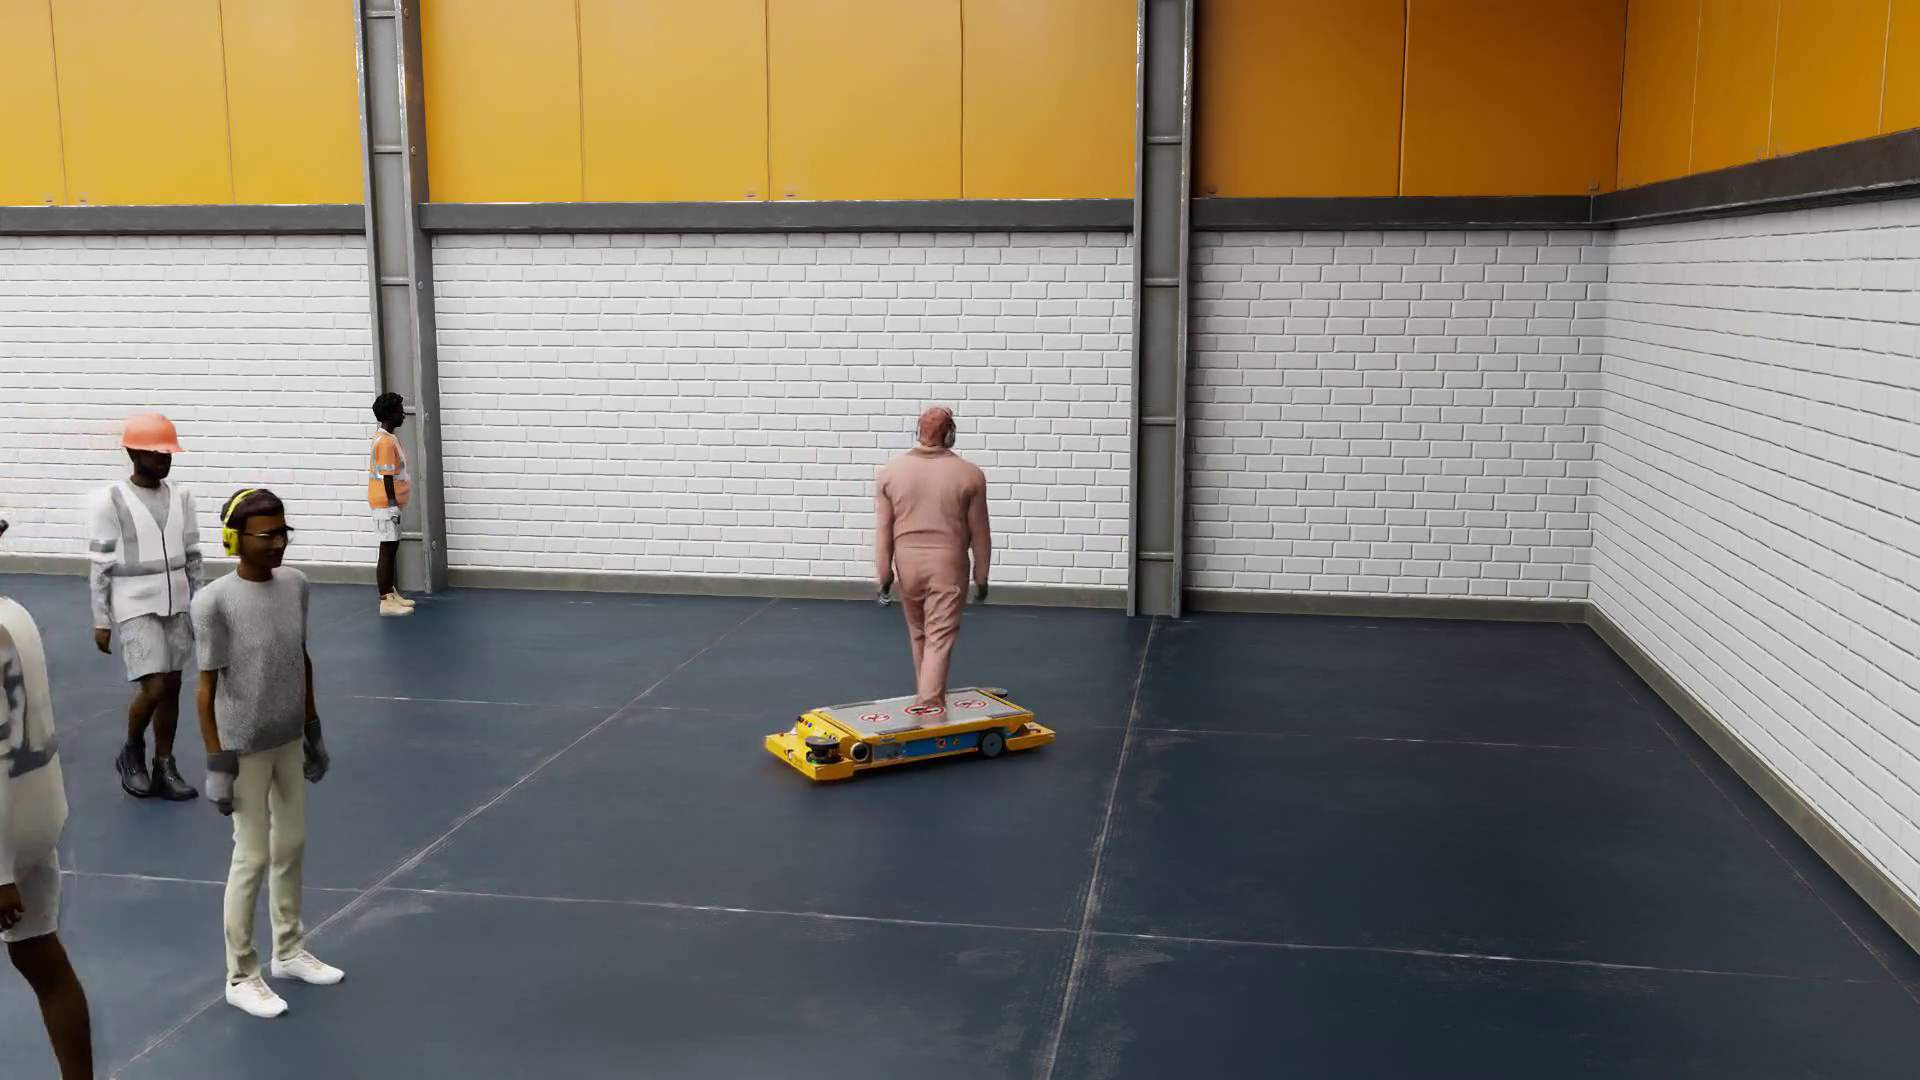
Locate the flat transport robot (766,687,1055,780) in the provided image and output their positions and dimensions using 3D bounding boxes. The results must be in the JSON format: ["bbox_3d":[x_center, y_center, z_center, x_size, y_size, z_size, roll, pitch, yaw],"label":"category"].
[{"bbox_3d":[-0.260,1.024,8.978,1.431,0.197,0.652,-5,10,-28],"label":"flat transport robot"}]

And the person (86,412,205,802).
[{"bbox_3d":[-3.901,0.338,8.092,0.398,1.925,0.555,5,10,28],"label":"person"}]

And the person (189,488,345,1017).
[{"bbox_3d":[-2.456,0.734,5.891,0.330,1.861,0.531,4,10,22],"label":"person"}]

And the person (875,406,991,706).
[{"bbox_3d":[-0.148,0.174,9.396,0.643,1.858,1.022,2,10,15],"label":"person"}]

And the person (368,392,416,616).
[{"bbox_3d":[-4.321,-0.274,12.617,0.320,1.694,0.532,-3,10,-15],"label":"person"}]

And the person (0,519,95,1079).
[{"bbox_3d":[-2.860,0.841,4.716,0.754,2.016,0.654,-3,10,-17],"label":"person"}]
